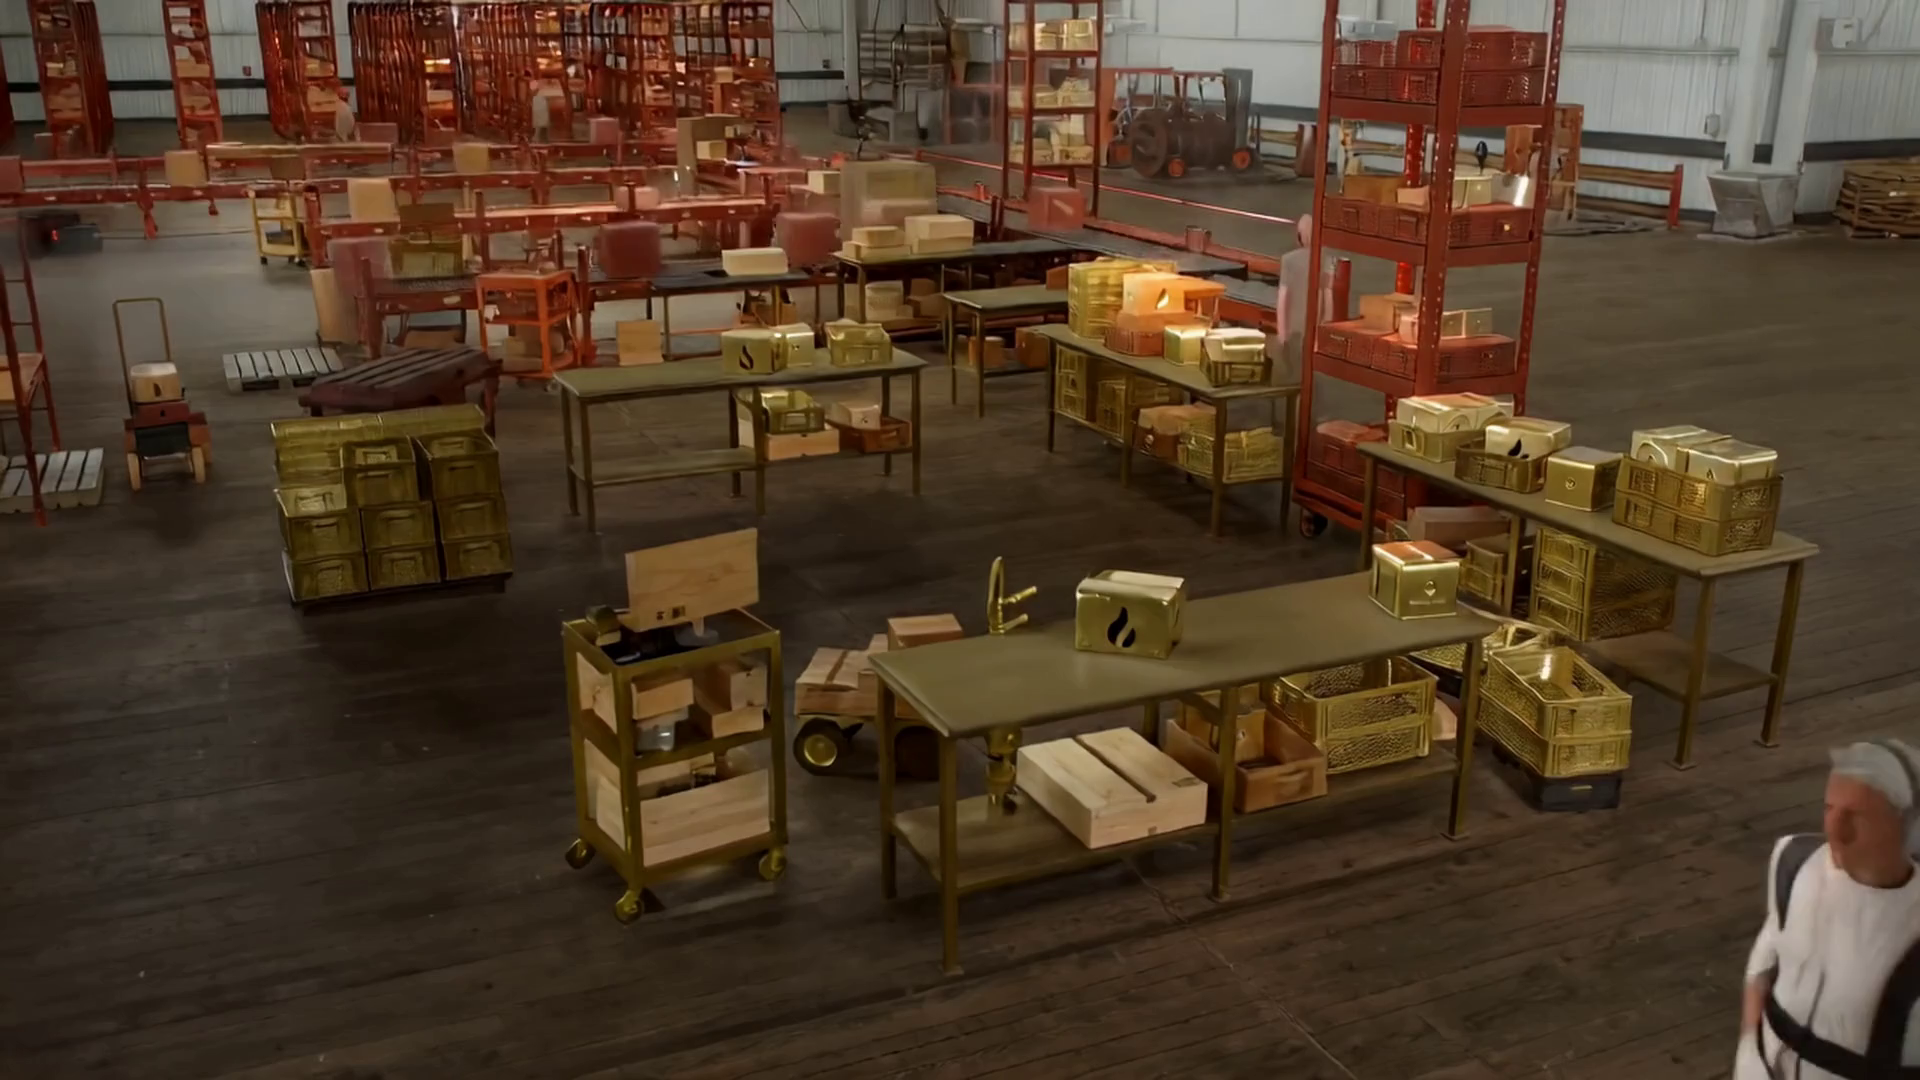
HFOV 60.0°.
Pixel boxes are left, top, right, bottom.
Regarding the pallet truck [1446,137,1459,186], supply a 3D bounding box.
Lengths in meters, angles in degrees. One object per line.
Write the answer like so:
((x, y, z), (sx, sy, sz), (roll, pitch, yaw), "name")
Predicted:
((9.184, -6.485, 29.328), (1.630, 1.274, 0.653), (-8, 19, -23), "pallet truck")

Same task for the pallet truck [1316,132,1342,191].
((7.723, -7.504, 32.656), (1.601, 1.201, 0.680), (-8, 19, -23), "pallet truck")

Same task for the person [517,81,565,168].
((-9.218, -9.088, 36.520), (1.078, 1.936, 0.605), (-3, 18, -9), "person")

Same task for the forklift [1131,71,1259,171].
((4.998, -8.936, 35.413), (2.680, 1.987, 1.157), (-9, 20, -25), "forklift")

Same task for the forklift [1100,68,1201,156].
((4.082, -9.564, 37.410), (2.680, 1.987, 1.157), (-8, 19, -23), "forklift")

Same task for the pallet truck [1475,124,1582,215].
((9.707, -6.455, 28.103), (1.885, 1.965, 0.823), (-7, 19, -20), "pallet truck")

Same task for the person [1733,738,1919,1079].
((2.066, 1.316, 3.847), (0.652, 1.860, 0.590), (-7, 19, -21), "person")

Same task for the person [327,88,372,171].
((-13.478, -8.973, 36.369), (0.910, 1.795, 0.593), (-6, 19, -18), "person")

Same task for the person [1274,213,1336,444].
((2.771, -1.695, 13.389), (0.537, 1.824, 0.820), (13, 22, 35), "person")

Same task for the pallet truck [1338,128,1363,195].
((7.845, -7.140, 31.411), (1.522, 1.261, 0.704), (-9, 20, -25), "pallet truck")

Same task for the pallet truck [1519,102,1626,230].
((9.972, -6.037, 26.785), (1.885, 1.965, 0.823), (-9, 20, -25), "pallet truck")
